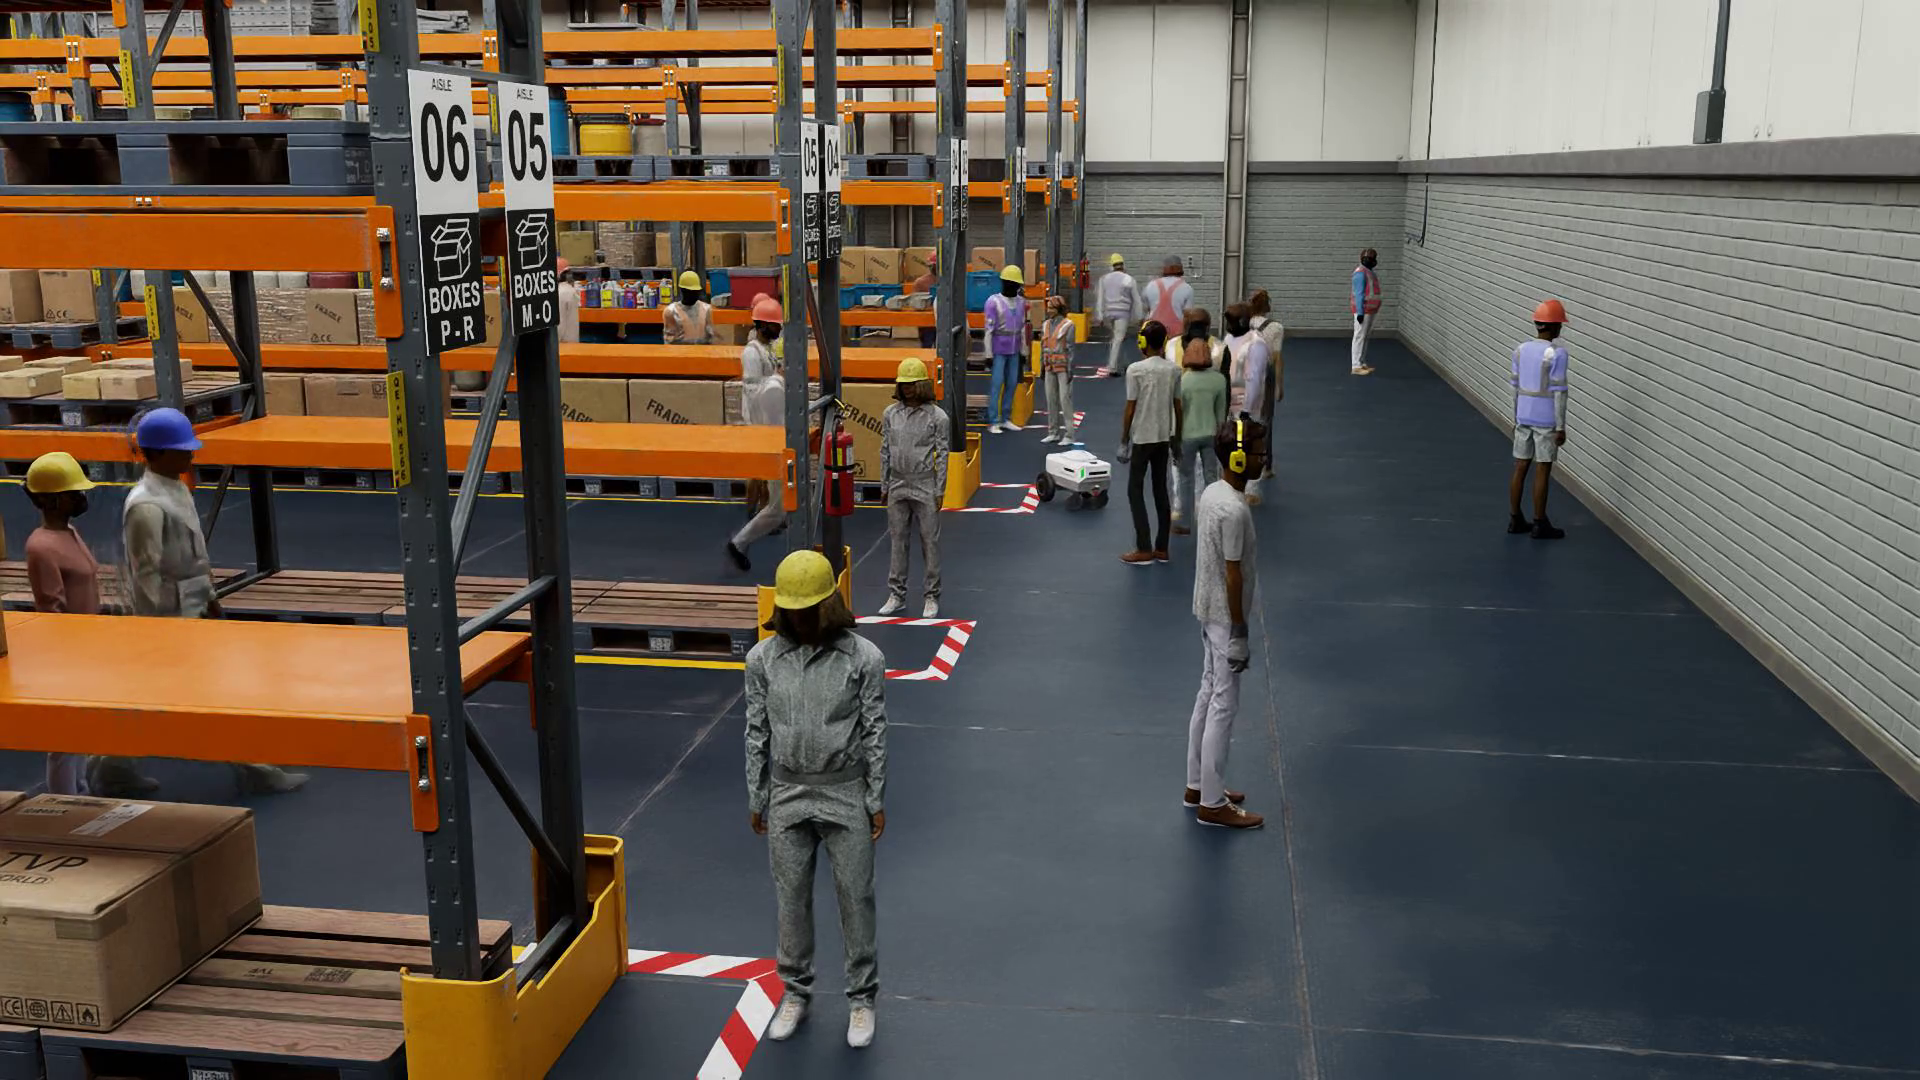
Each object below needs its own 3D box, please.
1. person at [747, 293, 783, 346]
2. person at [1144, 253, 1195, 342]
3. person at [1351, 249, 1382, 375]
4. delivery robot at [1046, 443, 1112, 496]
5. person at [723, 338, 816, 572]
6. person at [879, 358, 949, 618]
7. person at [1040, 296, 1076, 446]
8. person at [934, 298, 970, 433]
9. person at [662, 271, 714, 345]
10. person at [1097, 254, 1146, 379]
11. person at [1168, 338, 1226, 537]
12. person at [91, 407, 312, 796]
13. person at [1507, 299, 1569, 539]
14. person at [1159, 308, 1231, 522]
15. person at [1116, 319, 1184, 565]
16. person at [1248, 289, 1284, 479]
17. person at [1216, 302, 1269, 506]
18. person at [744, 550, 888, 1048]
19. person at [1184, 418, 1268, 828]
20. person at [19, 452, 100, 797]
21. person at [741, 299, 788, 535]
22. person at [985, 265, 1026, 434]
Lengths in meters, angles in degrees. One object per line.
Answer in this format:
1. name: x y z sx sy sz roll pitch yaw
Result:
1. person: -2.064 -1.680 17.201 0.570 1.720 0.594 5 13 20
2. person: 2.618 -2.612 20.665 0.673 2.000 1.019 6 14 26
3. person: 5.978 -3.360 24.495 0.429 1.842 0.635 6 14 27
4. delivery robot: 1.060 -0.627 14.870 0.477 0.478 0.707 -6 14 -25
5. person: -1.338 -0.608 12.178 0.758 1.802 0.582 3 13 14
6. person: -0.314 -0.346 11.109 0.486 1.746 0.290 4 13 18
7. person: 1.076 -1.849 18.159 0.313 1.627 0.527 -10 16 -37
8. person: -0.087 -2.180 19.020 0.407 1.908 0.642 -1 13 -7
9. person: -2.897 -1.917 17.822 0.597 1.913 0.421 -11 16 -40
10. person: 2.356 -3.247 24.120 0.623 1.770 0.906 9 15 34
11. person: 1.930 -0.824 13.553 0.503 1.641 0.317 -4 13 -18
12. person: -3.703 0.313 7.834 1.009 1.893 0.625 -4 13 -16
13. person: 4.722 -0.981 13.531 0.371 1.939 0.543 -6 14 -25
14. person: 1.948 -1.052 14.119 0.682 1.828 0.514 3 13 12
15. person: 1.474 -0.734 12.623 0.525 1.853 0.365 -8 15 -31
16. person: 2.889 -1.516 16.185 0.508 1.838 0.337 7 14 28
17. person: 2.378 -1.177 14.690 0.747 1.816 0.641 -6 14 -26
18. person: -0.490 0.876 5.628 0.489 1.731 0.320 1 13 6
19. person: 1.223 0.371 7.586 0.319 1.870 0.521 -1 13 -4
20. person: -3.878 0.490 7.282 0.316 1.769 0.523 -4 13 -17
21. person: -1.585 -1.006 13.677 0.387 1.929 0.543 3 13 13
22. person: 0.535 -2.165 18.938 0.602 1.916 0.403 -11 17 -42
